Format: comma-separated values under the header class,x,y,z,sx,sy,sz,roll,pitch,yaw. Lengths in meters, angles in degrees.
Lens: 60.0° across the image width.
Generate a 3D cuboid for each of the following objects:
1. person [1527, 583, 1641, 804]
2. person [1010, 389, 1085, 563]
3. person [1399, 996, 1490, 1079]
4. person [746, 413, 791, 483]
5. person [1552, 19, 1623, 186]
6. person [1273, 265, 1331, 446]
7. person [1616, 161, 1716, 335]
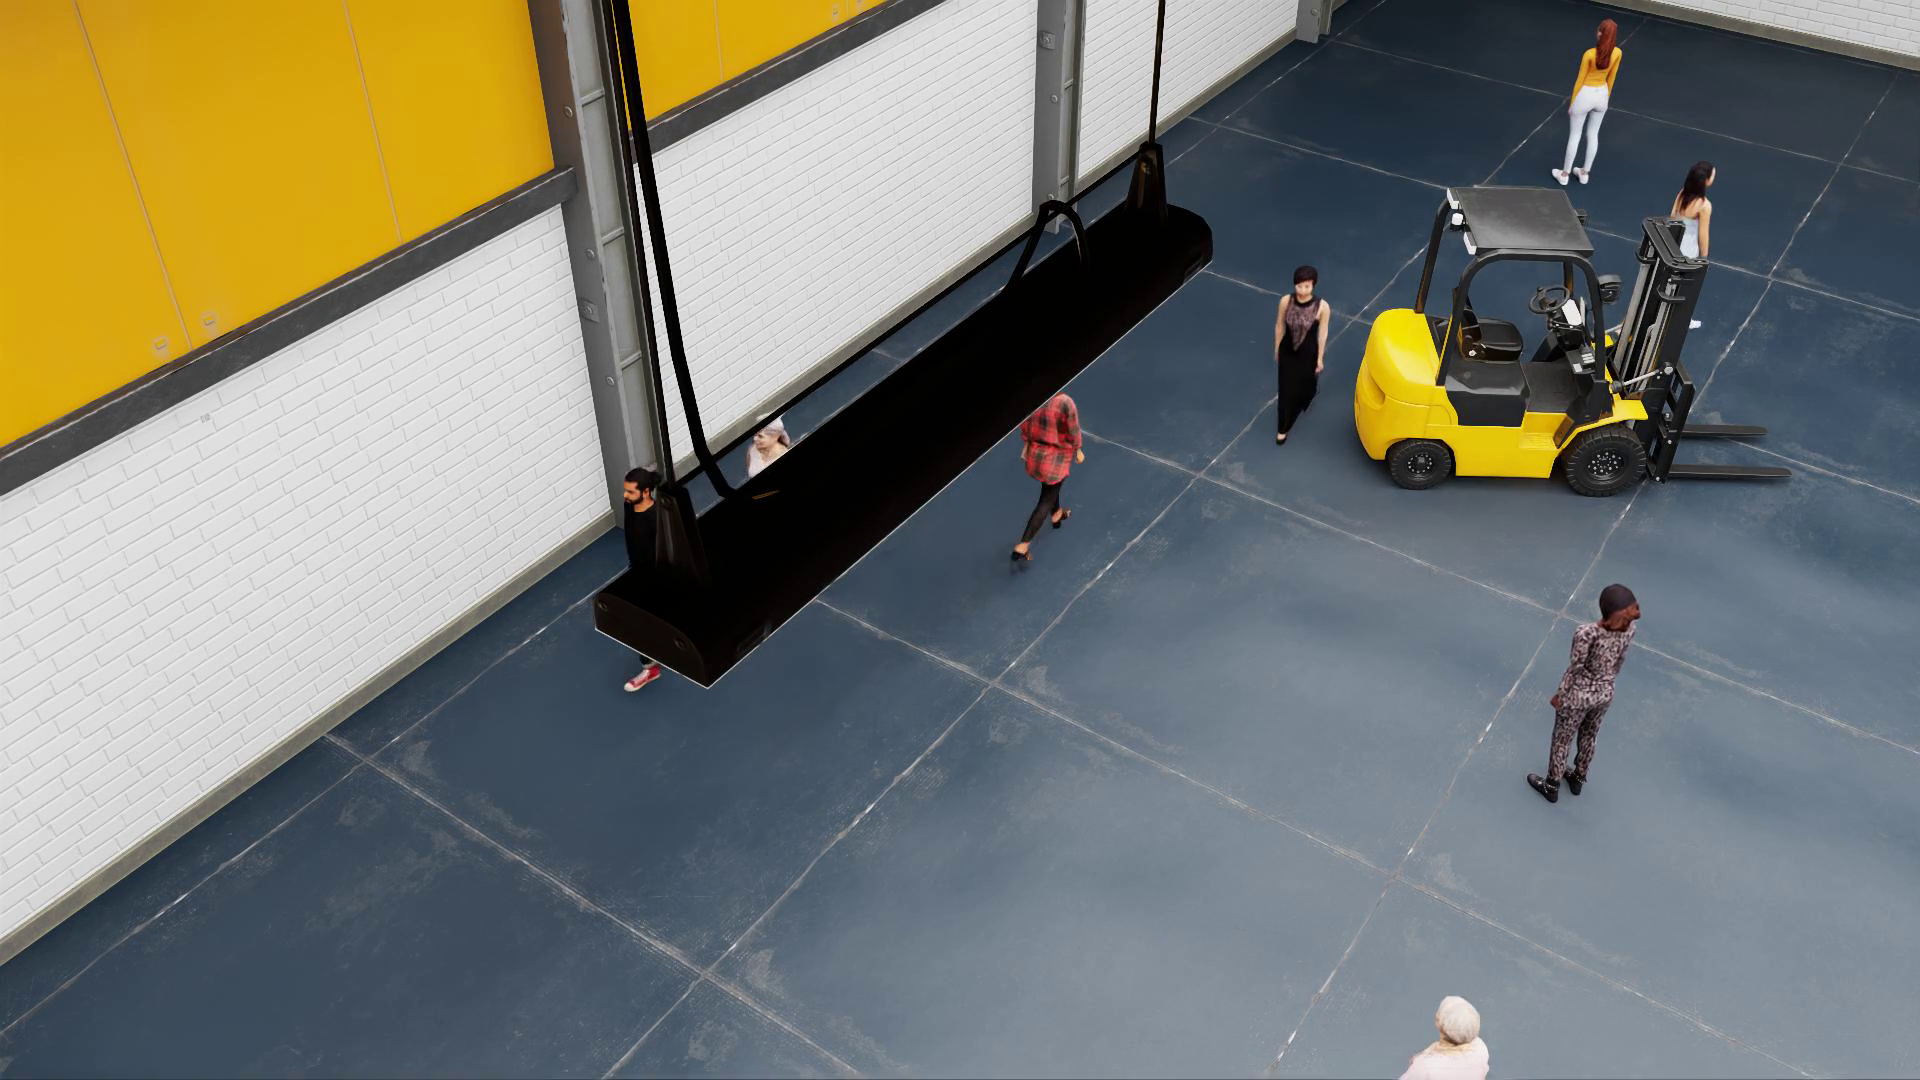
class,x,y,z,sx,sy,sz,roll,pitch,yaw
person,3.890,0.950,10.330,0.665,1.714,0.741,-11,40,-14
person,0.619,-0.568,12.268,0.670,1.666,1.097,28,47,31
person,2.314,2.865,7.987,1.080,1.644,1.003,-17,41,-20
person,-1.223,-0.215,11.835,1.257,1.655,0.805,-30,47,-32
person,6.502,-4.507,17.134,0.666,1.749,0.718,-4,39,-5
person,2.788,-1.543,13.552,0.698,1.588,0.863,15,41,18
person,6.288,-2.501,14.669,1.126,1.690,1.058,-7,39,-9
